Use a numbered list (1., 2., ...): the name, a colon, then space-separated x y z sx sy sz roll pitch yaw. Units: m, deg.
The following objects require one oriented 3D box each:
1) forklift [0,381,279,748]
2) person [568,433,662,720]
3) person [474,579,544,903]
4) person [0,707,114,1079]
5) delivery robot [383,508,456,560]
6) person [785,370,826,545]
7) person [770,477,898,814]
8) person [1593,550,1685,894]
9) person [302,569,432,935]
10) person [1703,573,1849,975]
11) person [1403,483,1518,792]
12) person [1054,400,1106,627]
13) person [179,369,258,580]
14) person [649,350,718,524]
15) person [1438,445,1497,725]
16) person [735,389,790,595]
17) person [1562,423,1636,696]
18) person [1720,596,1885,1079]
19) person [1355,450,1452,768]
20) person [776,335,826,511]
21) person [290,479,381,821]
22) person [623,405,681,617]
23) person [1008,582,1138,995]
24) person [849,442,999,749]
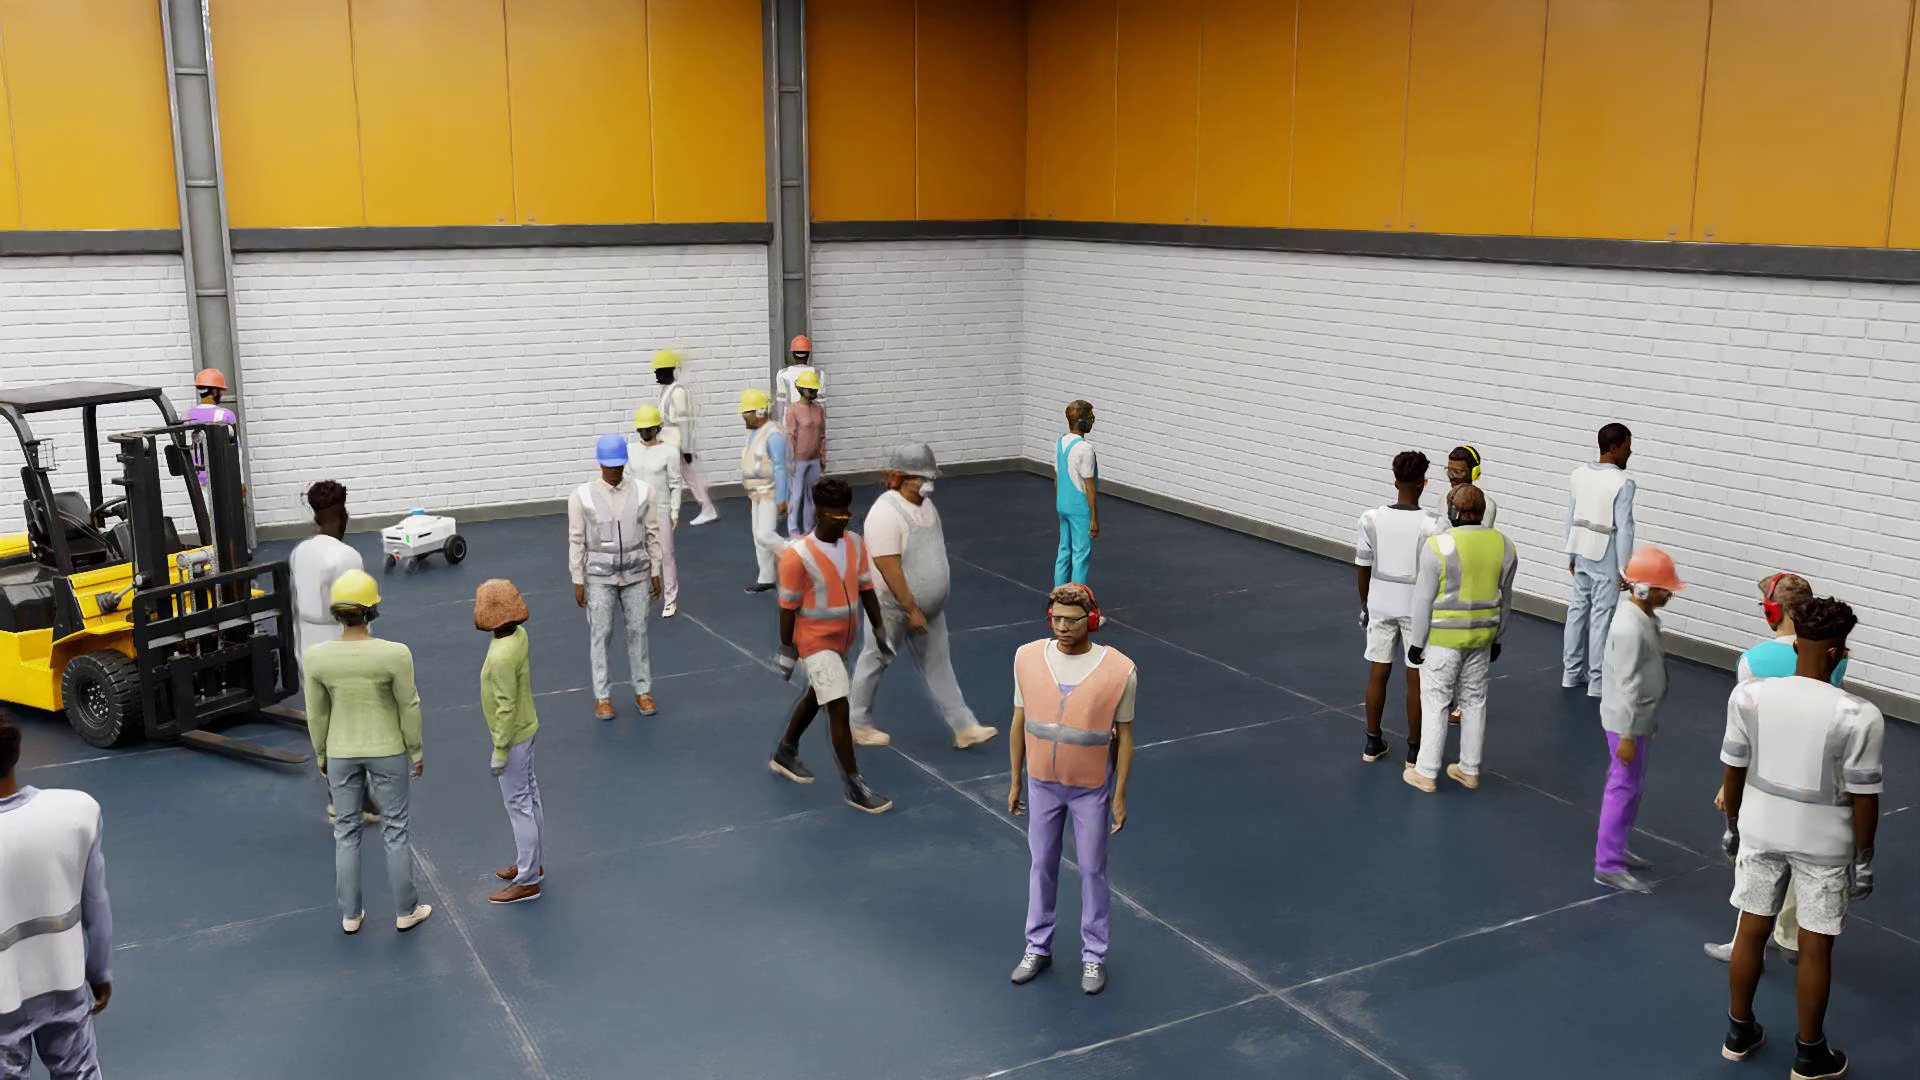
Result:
1. forklift: -5.853 0.085 11.199 2.313 2.155 1.214 7 14 28
2. person: -2.293 0.240 11.104 0.616 1.935 0.421 -5 13 -23
3. person: -2.244 0.990 8.278 0.280 1.634 0.498 -1 12 -5
4. person: -3.033 1.467 5.399 0.384 1.911 0.593 10 16 39
5. delivery robot: -5.039 -0.055 15.504 0.477 0.478 0.707 5 13 22
6. person: -1.500 -0.790 16.340 0.338 1.757 0.518 10 16 39
7. person: -0.778 0.567 9.622 0.990 1.918 0.607 9 15 35
8. person: 3.440 0.898 8.467 0.348 1.738 0.583 6 13 24
9. person: -2.806 1.008 7.882 0.525 1.771 0.305 -1 12 -4
10. person: 3.685 1.058 7.482 0.563 1.838 0.389 -4 13 -20
11. person: 2.927 0.576 9.772 0.636 1.830 0.429 -4 13 -17
12. person: 0.953 -0.212 13.415 0.345 1.846 0.508 -7 14 -30
13. person: -6.644 -0.566 14.884 0.543 1.927 0.375 2 12 9
14. person: -2.982 -1.038 17.233 1.009 1.872 0.604 -4 13 -19
15. person: 3.301 0.290 11.038 0.333 1.860 0.509 -6 14 -27
16. person: -1.654 -0.412 14.472 0.578 1.802 0.620 -6 13 -25
17. person: 4.459 0.135 11.626 0.398 1.915 0.589 -4 13 -18
18. person: 3.333 1.182 6.612 0.384 1.959 0.600 -10 16 -40
19. person: 2.711 0.422 10.155 0.606 1.967 0.367 9 15 35
20. person: -1.730 -1.270 18.196 0.539 1.930 0.394 -2 12 -8
21. person: -3.454 0.628 9.292 0.660 1.922 0.403 9 15 37
22. person: -2.547 -0.237 13.724 0.522 1.768 0.313 3 12 14
23. person: 0.493 1.079 7.362 0.567 1.846 0.389 4 13 18
24. person: -0.294 0.337 10.380 1.013 2.000 0.688 7 14 31
